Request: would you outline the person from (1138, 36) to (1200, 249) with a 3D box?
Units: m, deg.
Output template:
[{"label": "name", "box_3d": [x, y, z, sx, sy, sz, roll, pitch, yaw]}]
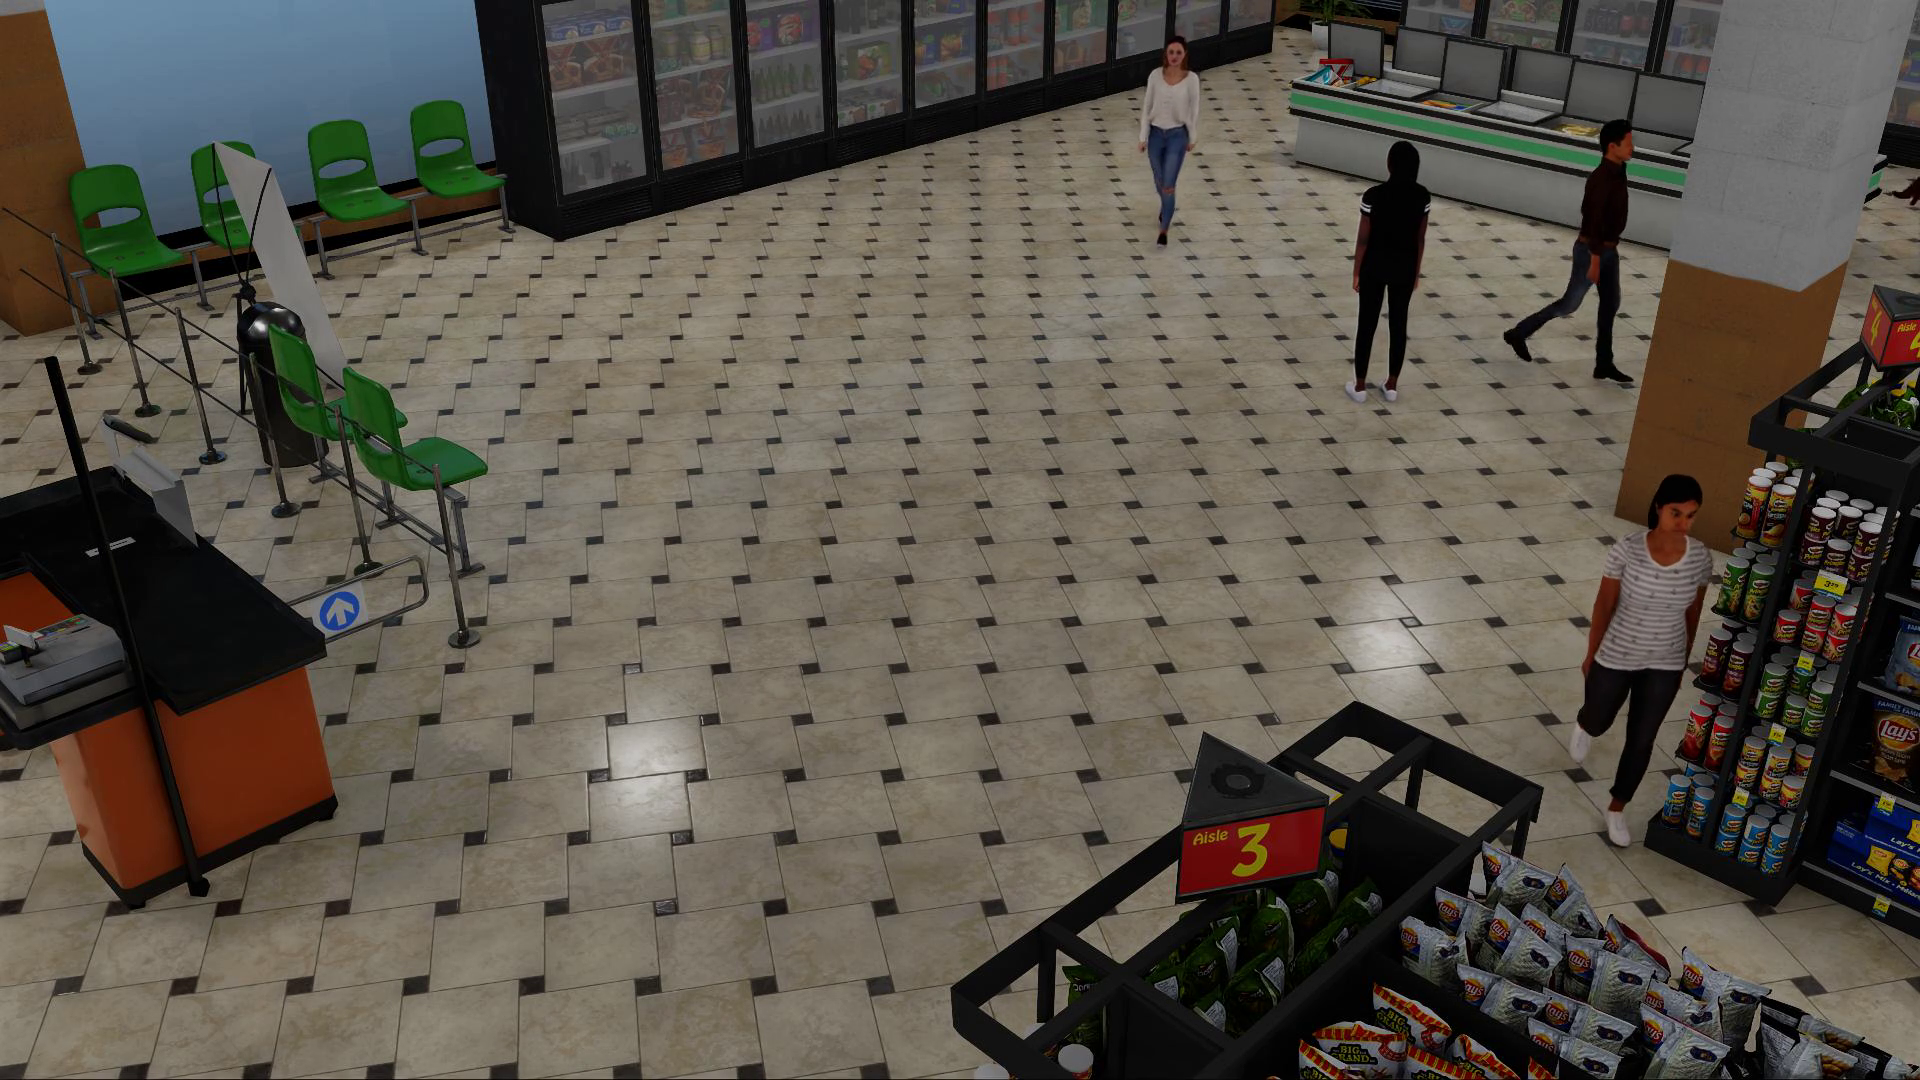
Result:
[{"label": "person", "box_3d": [1.721, -3.323, 13.801, 1.133, 1.655, 0.998, 10, 30, 17]}]

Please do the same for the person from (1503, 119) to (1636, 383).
[{"label": "person", "box_3d": [4.152, -1.918, 11.131, 1.168, 1.747, 0.761, 20, 34, 32]}]

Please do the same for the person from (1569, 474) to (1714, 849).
[{"label": "person", "box_3d": [2.795, 0.455, 6.912, 0.928, 1.626, 0.920, 5, 29, 9]}]

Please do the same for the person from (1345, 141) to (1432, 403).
[{"label": "person", "box_3d": [2.790, -1.735, 10.817, 0.685, 1.729, 0.752, 1, 29, 3]}]
